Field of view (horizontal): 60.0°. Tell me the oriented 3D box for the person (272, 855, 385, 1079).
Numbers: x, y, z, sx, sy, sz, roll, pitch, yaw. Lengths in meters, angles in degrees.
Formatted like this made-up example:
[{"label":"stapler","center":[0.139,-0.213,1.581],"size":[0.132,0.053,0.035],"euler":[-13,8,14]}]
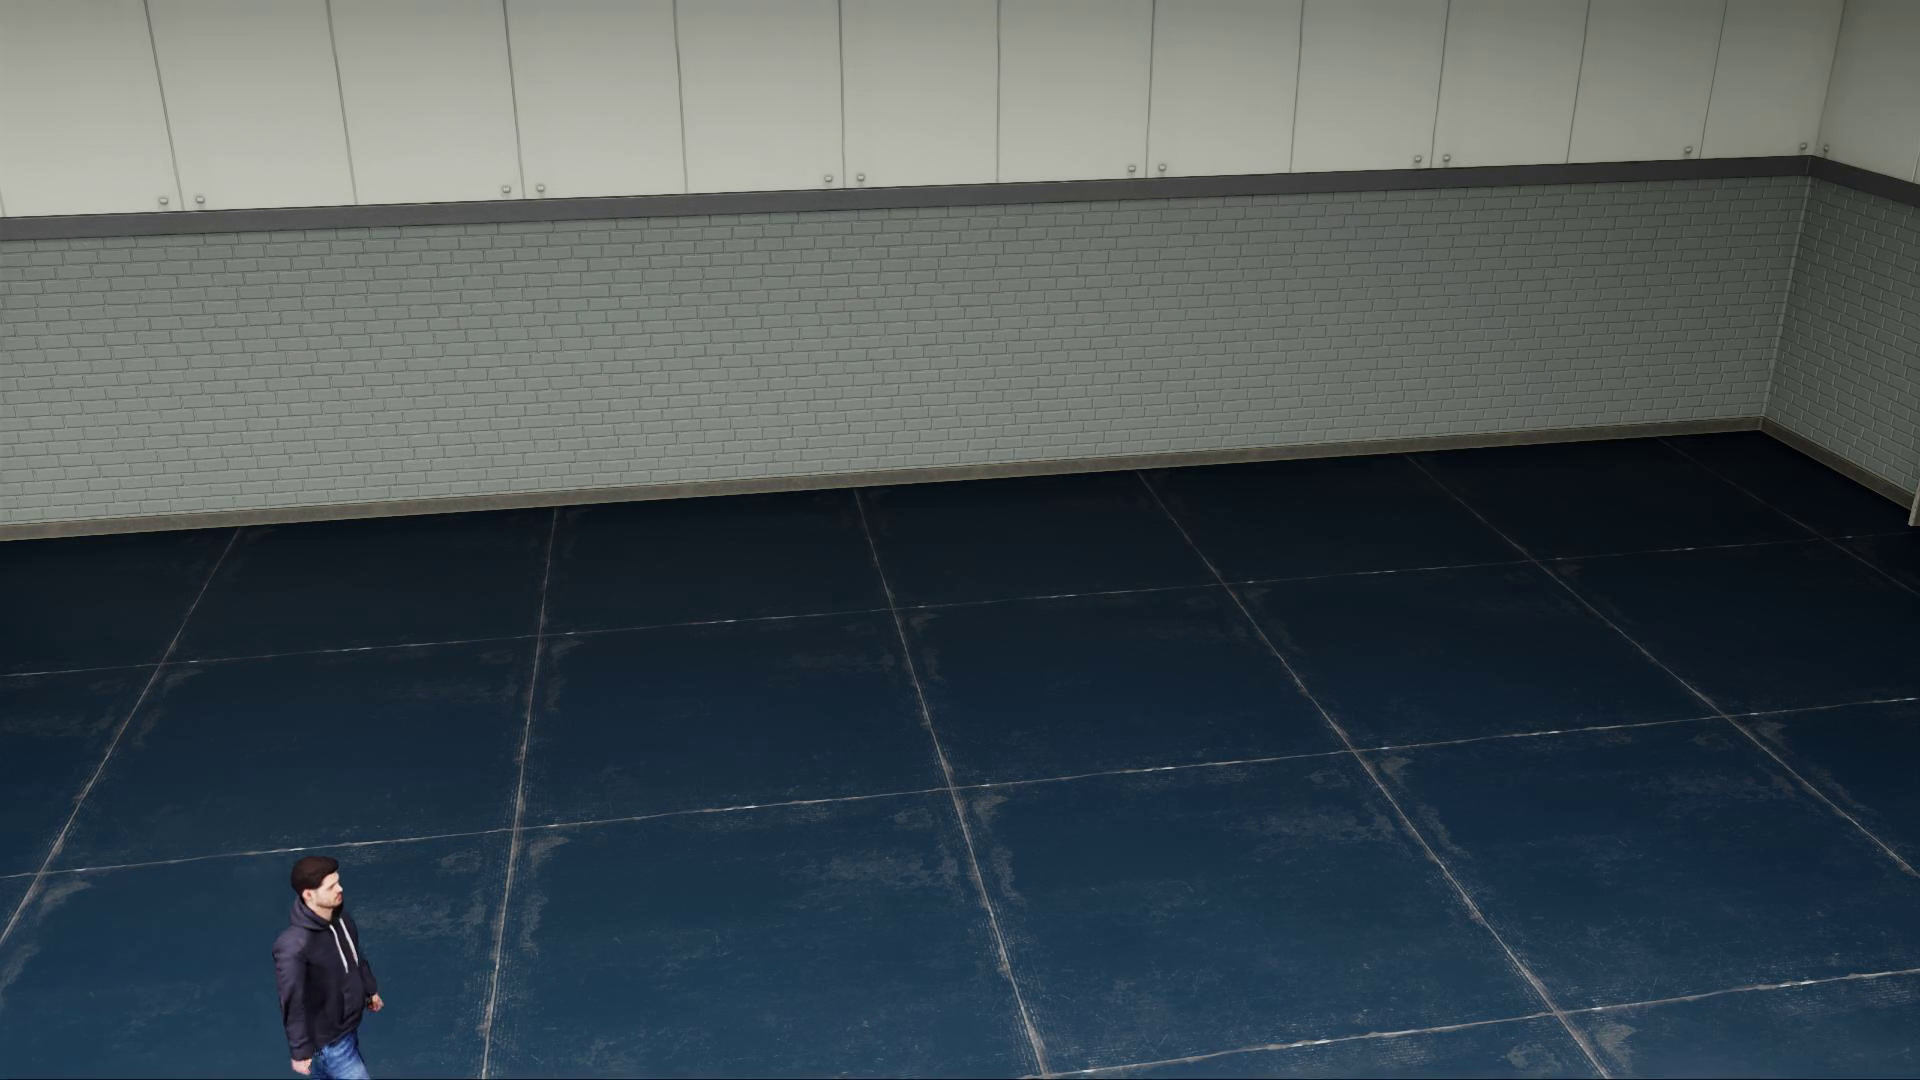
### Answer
[{"label":"person","center":[-3.119,2.327,8.006],"size":[0.895,1.868,0.991],"euler":[1,23,3]}]
